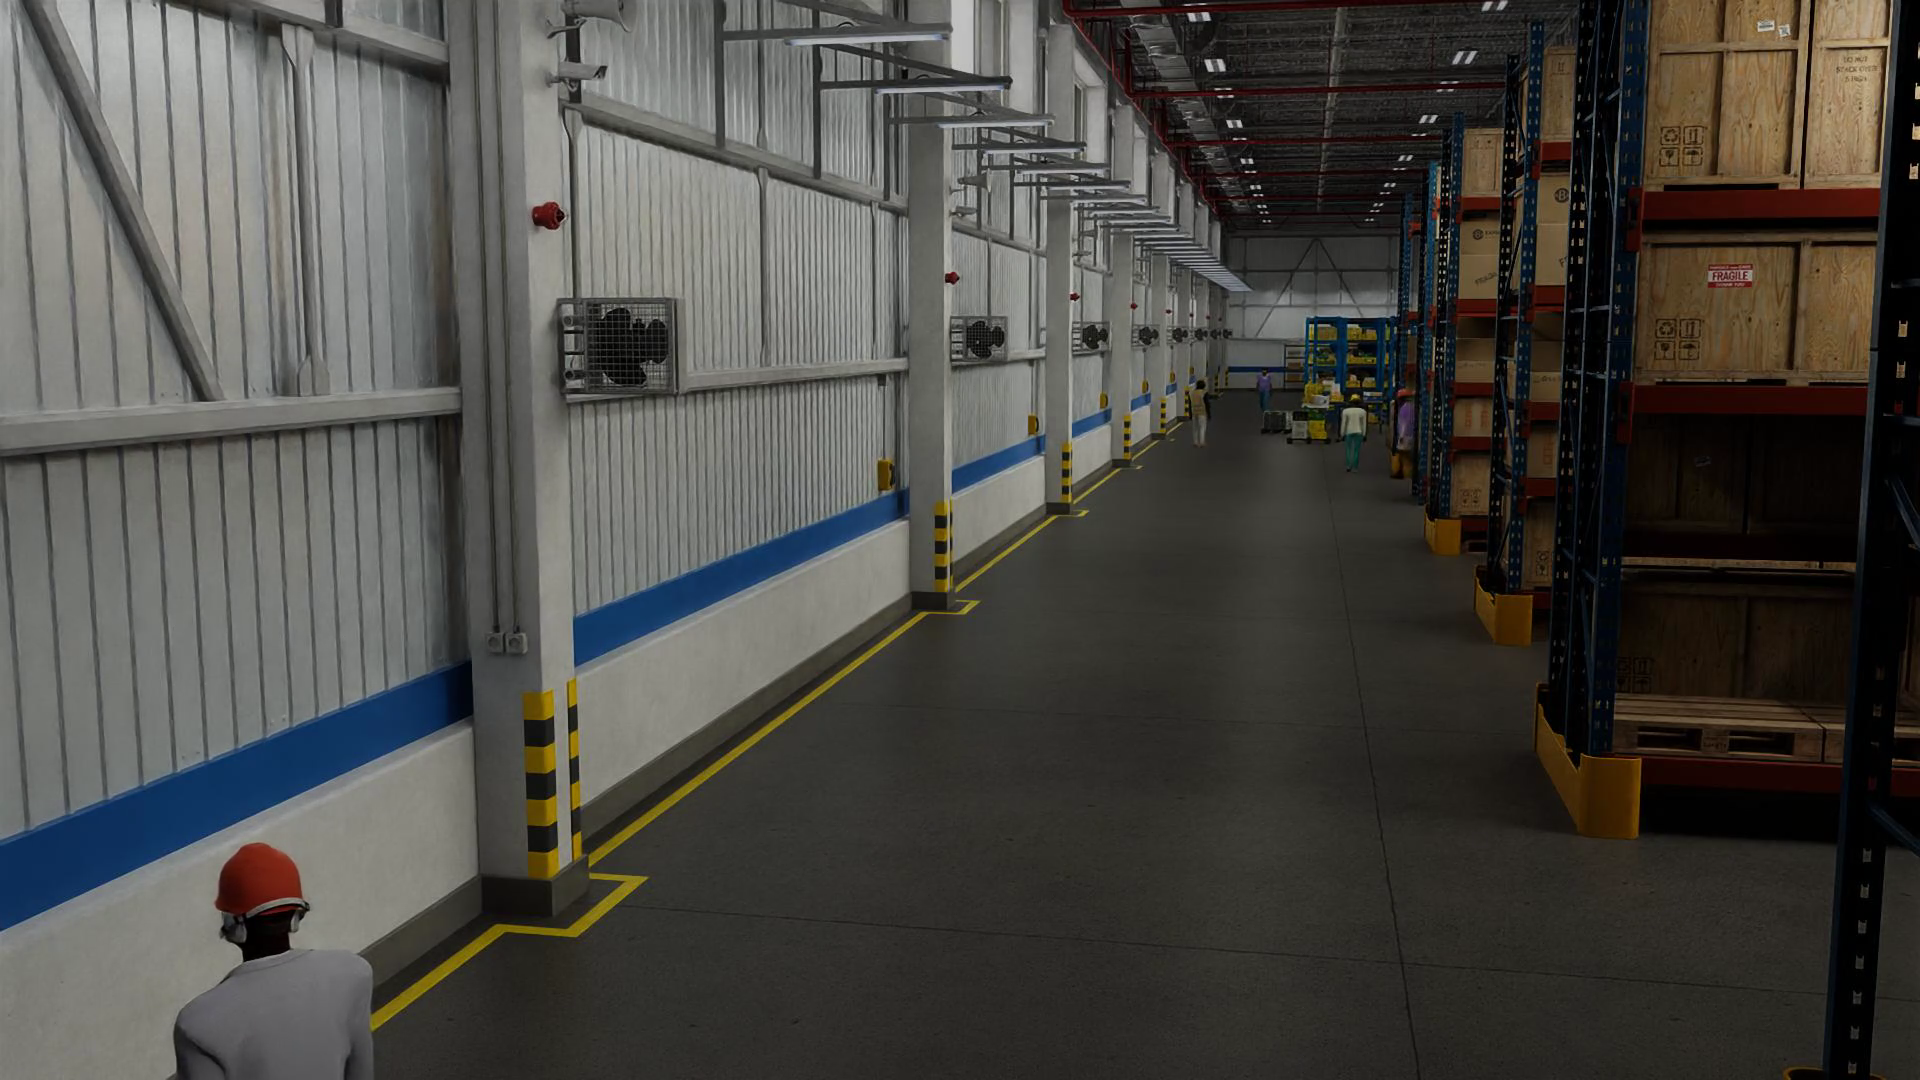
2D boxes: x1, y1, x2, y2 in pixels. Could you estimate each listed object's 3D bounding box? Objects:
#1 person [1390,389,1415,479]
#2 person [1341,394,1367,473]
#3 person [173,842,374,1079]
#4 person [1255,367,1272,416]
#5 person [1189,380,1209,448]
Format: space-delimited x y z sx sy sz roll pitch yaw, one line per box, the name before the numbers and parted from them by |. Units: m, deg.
person | 9.392 -2.225 35.071 0.506 1.910 0.578 4 8 27
person | 8.715 -2.368 36.813 0.555 1.740 0.683 1 7 9
person | -1.839 1.673 4.466 0.343 1.749 0.573 5 9 35
person | 11.185 -5.461 61.255 0.598 1.832 0.435 3 8 23
person | 6.418 -3.362 44.444 0.429 1.840 0.631 -6 9 -40
